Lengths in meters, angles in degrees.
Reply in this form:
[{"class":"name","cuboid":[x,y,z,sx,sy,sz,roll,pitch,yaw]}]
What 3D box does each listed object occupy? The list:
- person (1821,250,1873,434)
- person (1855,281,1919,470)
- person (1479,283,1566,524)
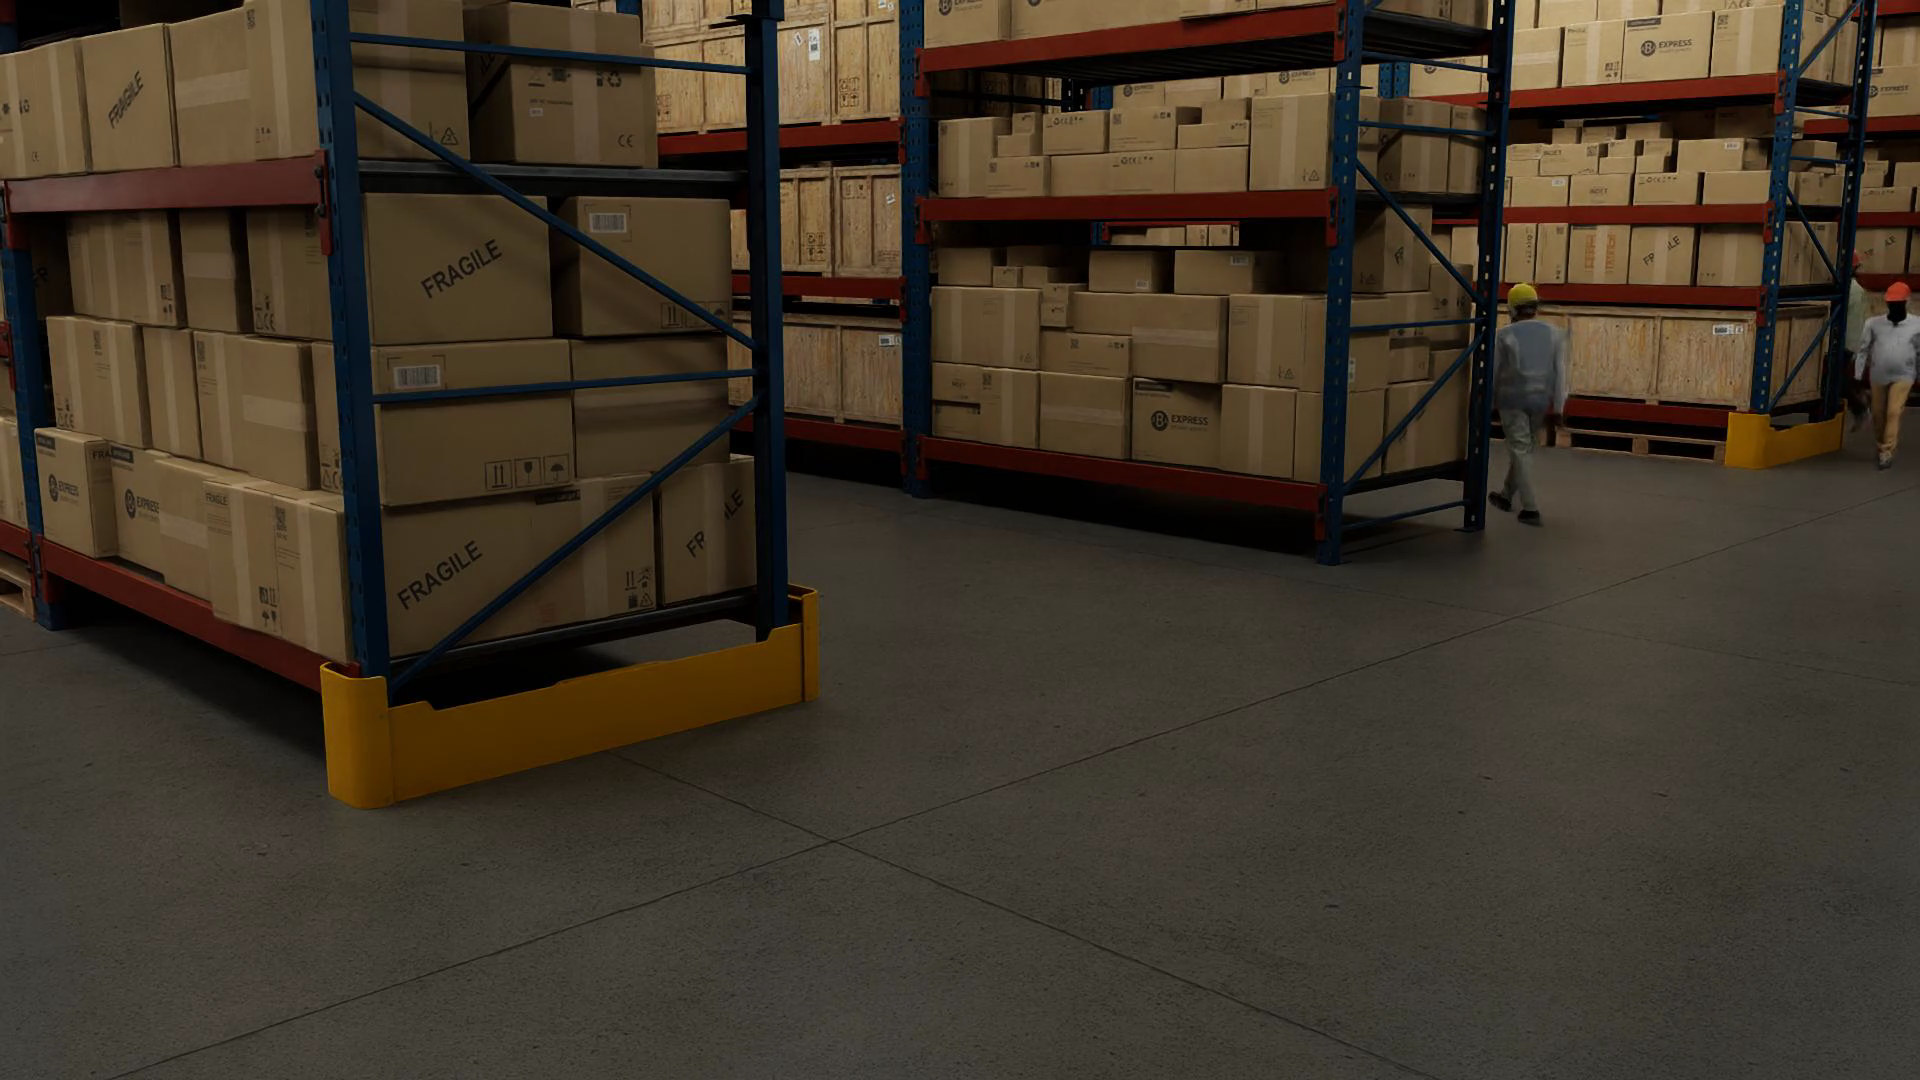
[{"class":"person","cuboid":[9.317,-2.053,17.498,0.599,1.983,0.634,8,13,38]},{"class":"person","cuboid":[8.646,-1.541,15.435,0.577,1.719,0.855,8,13,38]},{"class":"person","cuboid":[4.214,-1.034,12.528,0.596,1.773,0.949,-2,11,-11]}]
